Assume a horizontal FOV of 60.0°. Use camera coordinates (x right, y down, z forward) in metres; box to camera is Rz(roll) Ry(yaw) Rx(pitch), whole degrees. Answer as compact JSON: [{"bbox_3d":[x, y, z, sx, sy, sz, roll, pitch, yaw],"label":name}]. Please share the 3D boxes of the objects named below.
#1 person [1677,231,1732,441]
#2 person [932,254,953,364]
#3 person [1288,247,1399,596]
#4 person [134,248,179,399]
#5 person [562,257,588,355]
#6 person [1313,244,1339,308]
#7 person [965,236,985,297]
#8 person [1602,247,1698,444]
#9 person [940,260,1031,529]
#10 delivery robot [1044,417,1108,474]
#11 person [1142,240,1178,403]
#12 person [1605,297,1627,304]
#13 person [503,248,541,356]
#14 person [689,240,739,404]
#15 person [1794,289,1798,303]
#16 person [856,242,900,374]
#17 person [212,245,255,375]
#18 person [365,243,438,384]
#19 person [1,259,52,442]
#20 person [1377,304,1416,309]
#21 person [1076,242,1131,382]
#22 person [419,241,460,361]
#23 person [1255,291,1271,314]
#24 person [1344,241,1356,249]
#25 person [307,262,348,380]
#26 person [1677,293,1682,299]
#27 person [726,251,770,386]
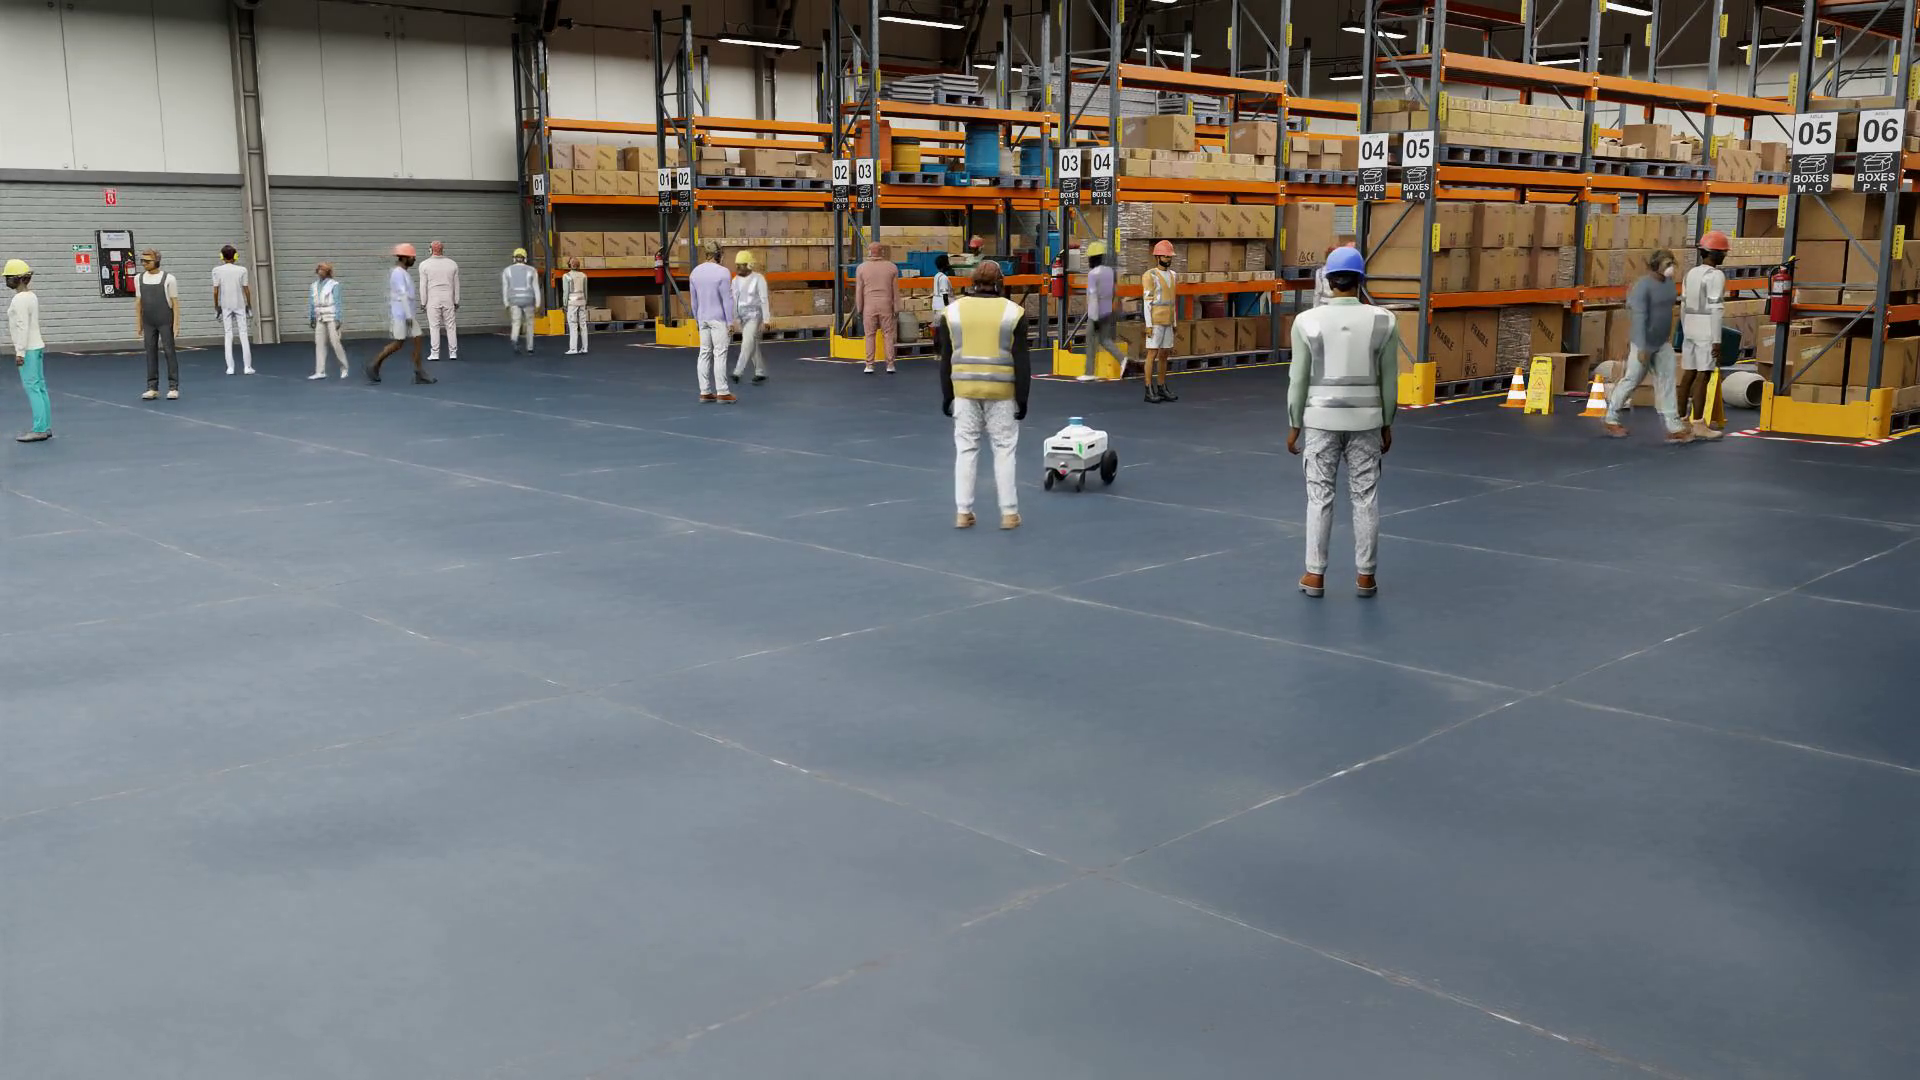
[{"bbox_3d":[7.362,-2.022,16.446,0.397,2.043,0.609,-1,10,-6],"label":"person"},{"bbox_3d":[-0.271,-3.631,26.160,0.318,1.700,0.535,-3,11,-15],"label":"person"},{"bbox_3d":[2.129,-0.655,9.283,0.602,1.936,0.409,1,10,6],"label":"person"},{"bbox_3d":[-9.854,-2.653,20.438,0.505,1.842,0.347,-1,10,-3],"label":"person"},{"bbox_3d":[-6.491,-3.951,28.067,0.306,1.640,0.522,7,13,34],"label":"person"},{"bbox_3d":[5.255,-3.199,23.364,0.623,1.857,0.444,7,12,32],"label":"person"},{"bbox_3d":[0.355,-4.623,30.805,0.634,1.978,0.667,10,14,42],"label":"person"},{"bbox_3d":[6.749,-1.904,16.253,0.650,1.888,1.036,-6,12,-30],"label":"person"},{"bbox_3d":[0.183,-1.000,11.456,0.634,1.835,0.429,2,11,12],"label":"person"},{"bbox_3d":[0.939,-0.750,13.434,0.477,0.478,0.707,4,11,22],"label":"delivery robot"},{"bbox_3d":[2.448,-2.646,20.136,0.548,1.937,0.358,-9,14,-42],"label":"person"},{"bbox_3d":[11.202,-4.138,28.344,0.409,1.913,0.651,-1,10,-4],"label":"person"},{"bbox_3d":[-7.298,-3.961,27.690,0.609,1.797,0.596,-1,10,-4],"label":"person"},{"bbox_3d":[-2.953,-2.617,19.979,0.631,1.939,0.369,7,12,33],"label":"person"},{"bbox_3d":[17.283,-5.282,34.524,0.638,1.926,1.056,-1,10,-6],"label":"person"},{"bbox_3d":[-1.199,-3.382,24.243,0.652,1.904,0.403,-2,11,-9],"label":"person"},{"bbox_3d":[-10.547,-3.323,24.105,0.558,1.881,0.483,-3,11,-14],"label":"person"},{"bbox_3d":[-7.597,-3.058,22.493,0.864,1.905,0.554,-1,10,-3],"label":"person"},{"bbox_3d":[-9.149,-1.853,16.281,0.312,1.767,0.533,-3,11,-16],"label":"person"},{"bbox_3d":[5.864,-3.028,22.434,0.582,1.869,0.576,-9,14,-42],"label":"person"},{"bbox_3d":[1.966,-3.126,22.839,0.724,1.908,0.580,8,13,38],"label":"person"},{"bbox_3d":[-8.376,-3.845,26.761,0.646,1.908,0.408,-7,13,-34],"label":"person"},{"bbox_3d":[5.863,-4.735,31.716,0.531,1.870,0.316,9,14,40],"label":"person"},{"bbox_3d":[5.962,-3.684,25.881,0.556,1.909,0.865,8,13,37],"label":"person"},{"bbox_3d":[-8.878,-3.068,23.290,0.602,1.625,0.432,5,12,27],"label":"person"},{"bbox_3d":[14.693,-5.209,34.196,0.546,1.896,0.962,-10,14,-43],"label":"person"},{"bbox_3d":[-2.905,-2.952,22.209,0.624,1.781,0.923,8,13,39],"label":"person"}]
